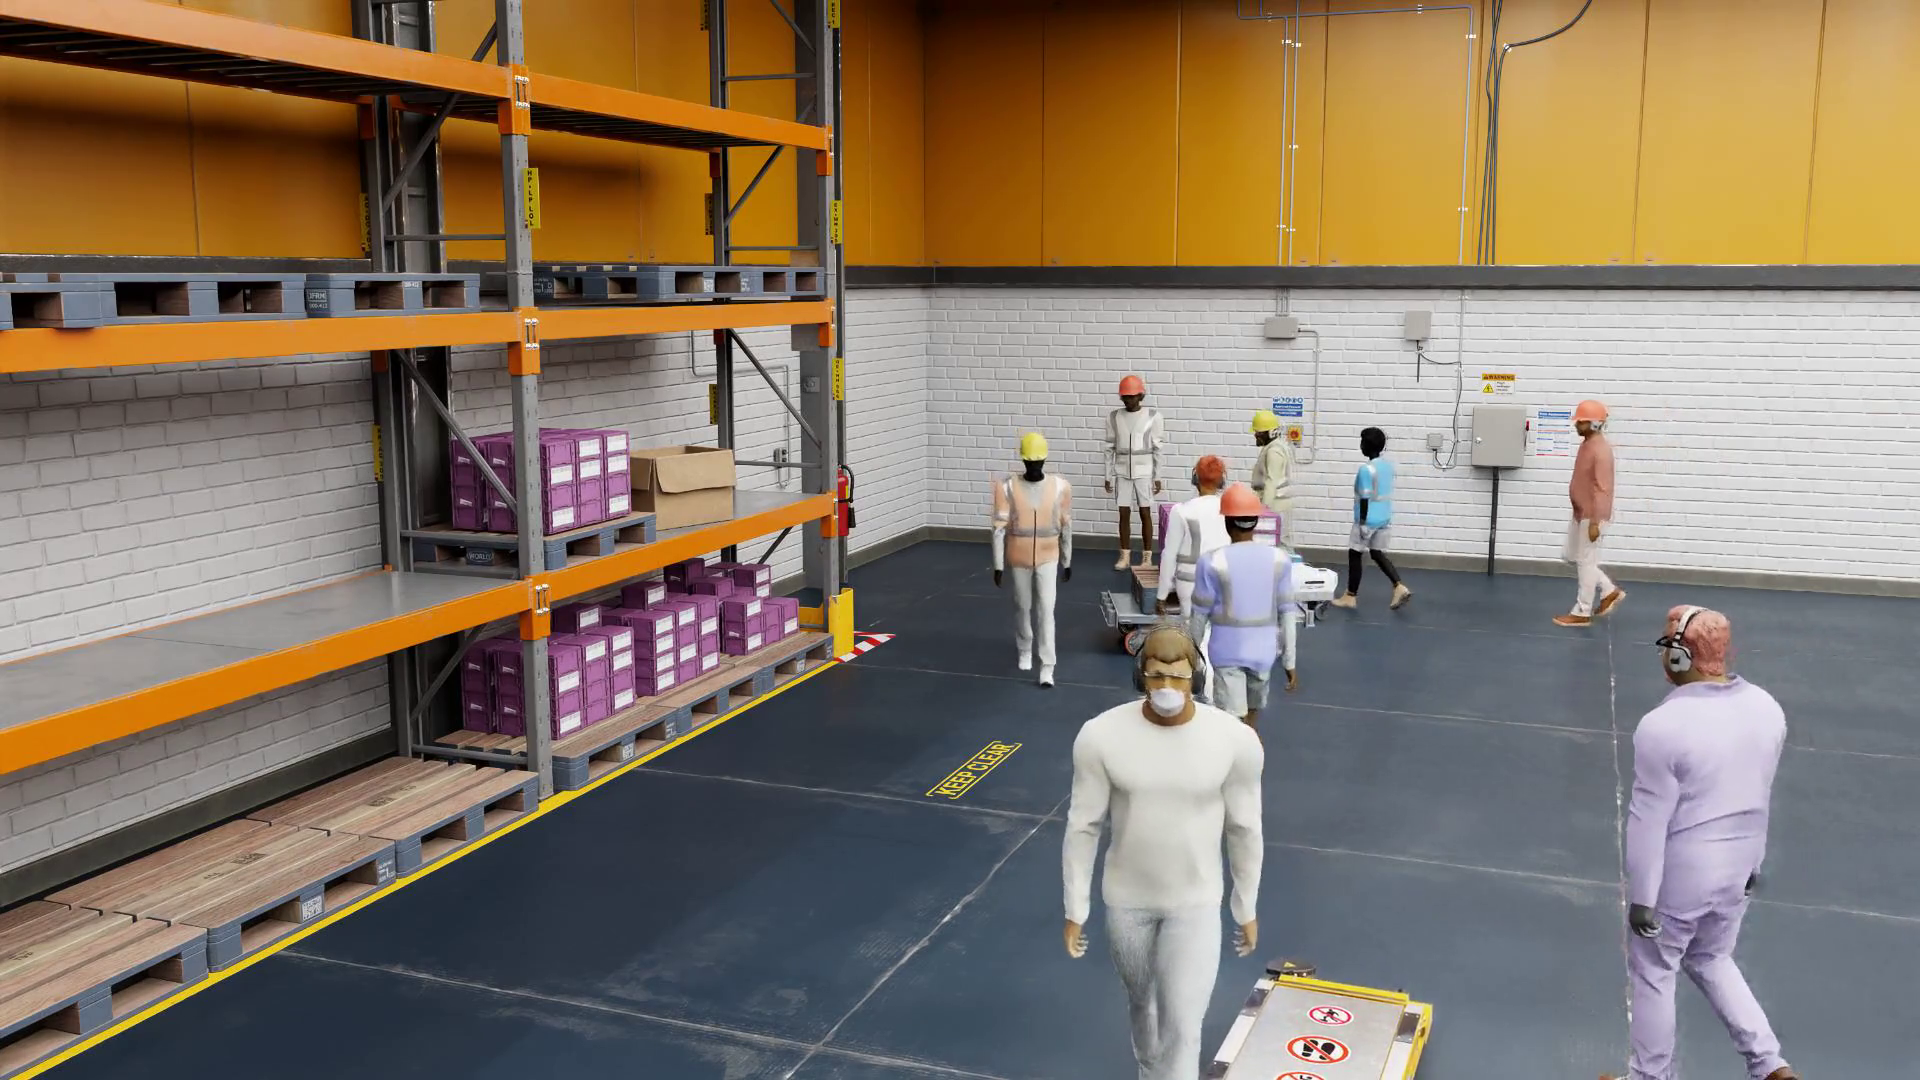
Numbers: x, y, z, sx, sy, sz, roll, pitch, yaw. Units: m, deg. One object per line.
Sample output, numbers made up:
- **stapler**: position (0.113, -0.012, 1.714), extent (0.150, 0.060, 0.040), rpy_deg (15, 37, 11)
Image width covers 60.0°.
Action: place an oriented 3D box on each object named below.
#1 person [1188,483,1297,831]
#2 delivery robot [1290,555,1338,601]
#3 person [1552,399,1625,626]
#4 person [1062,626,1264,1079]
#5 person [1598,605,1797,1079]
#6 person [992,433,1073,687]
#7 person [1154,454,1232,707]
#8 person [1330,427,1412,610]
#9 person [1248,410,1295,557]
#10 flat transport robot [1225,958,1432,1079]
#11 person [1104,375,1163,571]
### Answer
- **person**: position (1.553, 0.625, 9.288), extent (0.580, 1.880, 1.006), rpy_deg (-2, 9, -12)
- **delivery robot**: position (2.962, 0.377, 14.704), extent (0.707, 0.478, 0.477), rpy_deg (-1, 9, -8)
- **person**: position (5.449, -0.226, 14.316), extent (0.511, 1.982, 0.637), rpy_deg (1, 9, 7)
- **person**: position (0.651, 1.226, 5.488), extent (0.653, 1.884, 0.993), rpy_deg (2, 9, 14)
- **person**: position (2.613, 1.171, 5.837), extent (0.659, 1.887, 0.606), rpy_deg (-3, 10, -21)
- **person**: position (0.540, 0.125, 12.472), extent (0.610, 1.870, 1.007), rpy_deg (0, 9, -1)
- **person**: position (1.650, 0.349, 11.155), extent (0.603, 1.855, 0.922), rpy_deg (-4, 10, -21)
- **person**: position (3.736, -0.186, 14.993), extent (0.540, 1.677, 0.668), rpy_deg (-9, 13, -44)
- **person**: position (2.869, -0.332, 15.624), extent (0.836, 1.774, 0.665), rpy_deg (2, 9, 9)
- **flat transport robot**: position (1.322, 1.931, 6.131), extent (0.652, 0.197, 1.431), rpy_deg (4, 10, 22)
- **person**: position (1.760, -0.673, 17.004), extent (0.608, 2.029, 0.407), rpy_deg (3, 10, 20)
